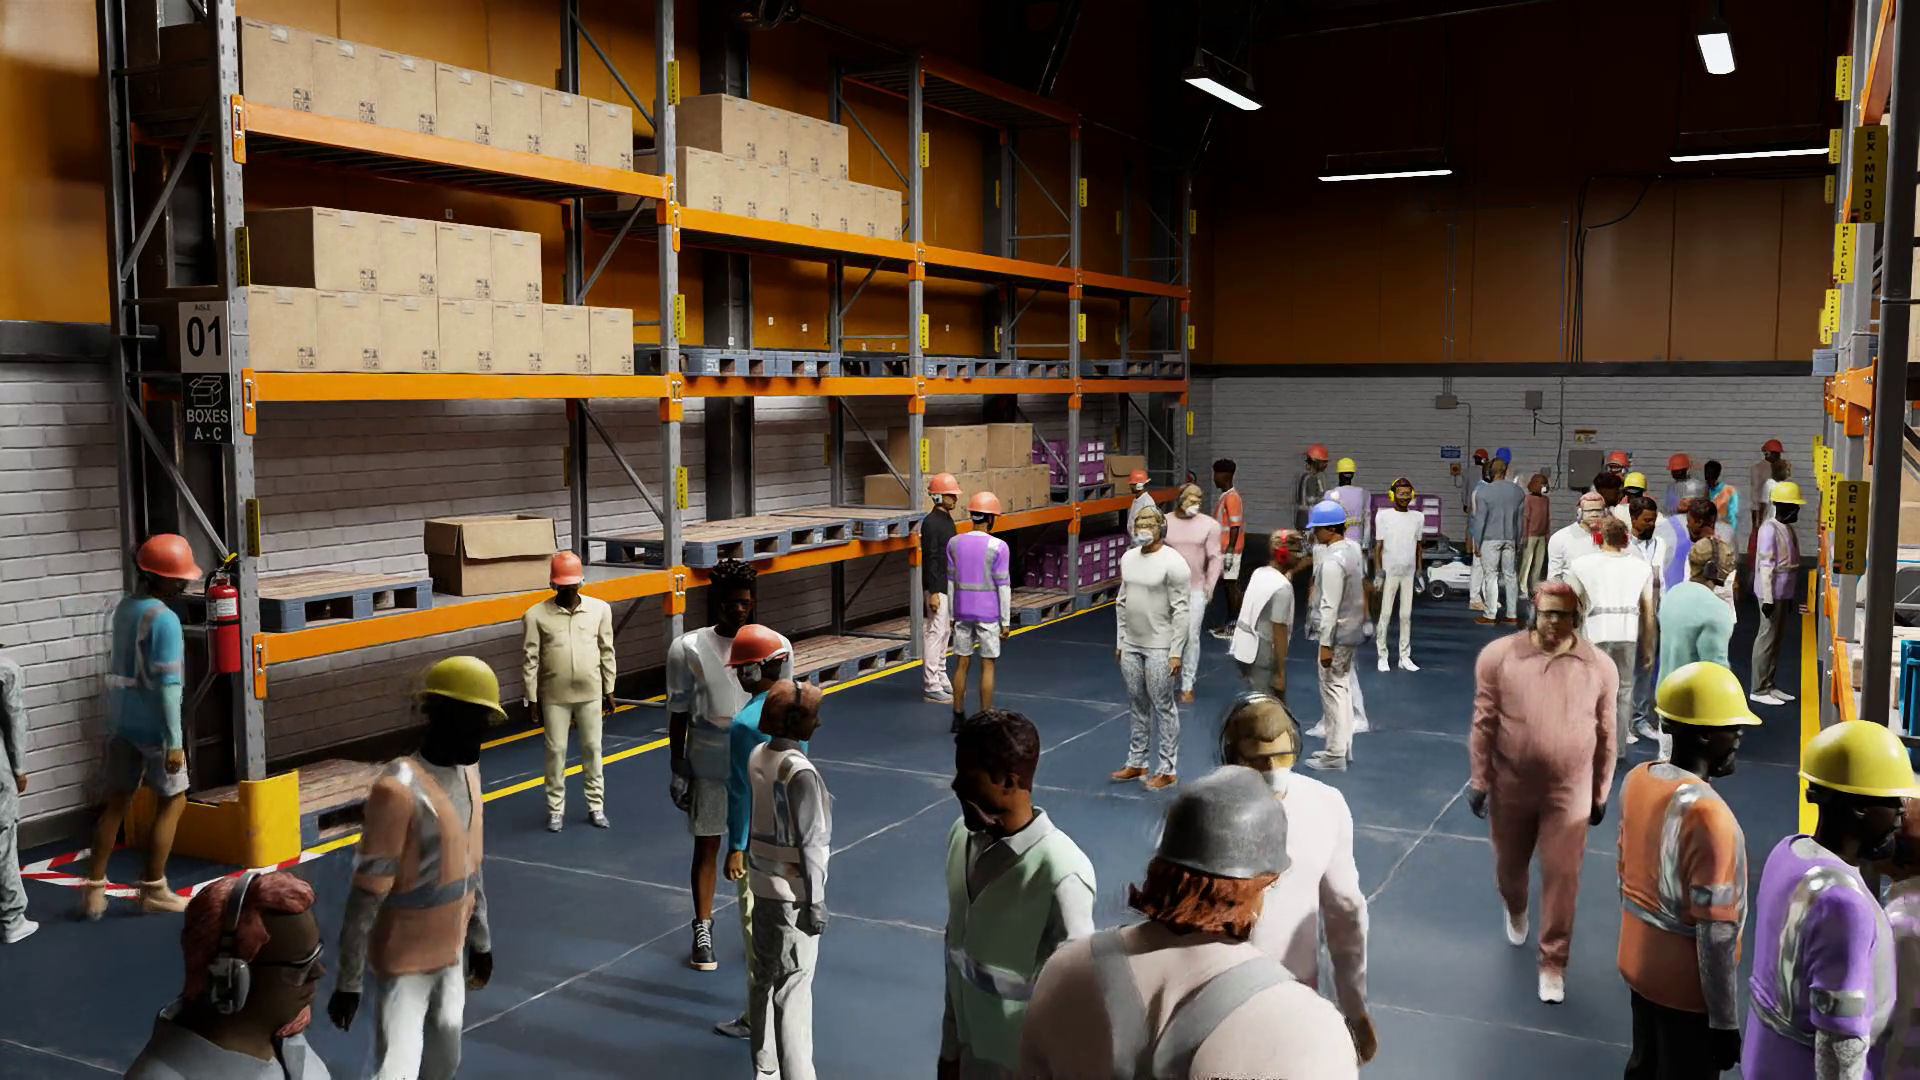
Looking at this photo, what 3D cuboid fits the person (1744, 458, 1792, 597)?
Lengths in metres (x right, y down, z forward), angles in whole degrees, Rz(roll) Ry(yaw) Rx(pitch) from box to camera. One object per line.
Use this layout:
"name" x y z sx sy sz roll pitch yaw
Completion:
"person" 10.492 -0.154 21.558 0.549 1.815 0.411 -5 7 -41

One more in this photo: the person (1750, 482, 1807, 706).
"person" 7.073 0.458 14.357 0.384 1.924 0.593 5 7 42

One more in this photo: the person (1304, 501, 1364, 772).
"person" 2.669 0.684 11.884 0.424 1.933 0.617 2 6 24

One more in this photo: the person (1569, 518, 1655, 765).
"person" 4.649 0.756 11.896 0.587 1.806 0.657 1 5 6

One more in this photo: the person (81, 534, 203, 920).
"person" -4.240 0.964 8.553 0.686 2.001 0.604 4 7 38

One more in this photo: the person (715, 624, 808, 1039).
"person" -0.845 1.226 7.096 0.353 1.739 0.573 2 6 21

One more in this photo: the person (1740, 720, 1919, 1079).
"person" 2.209 1.405 4.236 0.392 1.918 0.591 2 6 16

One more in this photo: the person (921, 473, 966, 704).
"person" -0.154 0.413 14.472 0.381 1.994 0.622 1 5 15

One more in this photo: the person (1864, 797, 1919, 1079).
"person" 2.615 1.507 4.689 0.556 1.616 0.574 4 7 38

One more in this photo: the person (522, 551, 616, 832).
"person" -2.405 0.931 10.275 0.573 1.738 0.351 -2 6 -24

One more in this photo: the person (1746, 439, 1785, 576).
"person" 11.588 -0.453 23.861 0.616 1.986 0.408 -3 6 -26

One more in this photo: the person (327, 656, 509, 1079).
"person" -1.736 1.319 5.348 0.497 1.877 0.676 1 5 11

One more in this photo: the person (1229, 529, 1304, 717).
"person" 2.007 0.829 11.029 0.519 1.808 0.587 0 5 -5

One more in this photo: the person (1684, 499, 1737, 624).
"person" 5.571 0.649 12.418 0.399 1.906 0.603 5 7 42

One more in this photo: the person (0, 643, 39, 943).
"person" -4.844 1.125 8.175 0.487 1.740 0.313 -1 5 -14

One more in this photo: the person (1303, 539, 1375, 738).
"person" 2.910 0.632 12.993 0.788 1.823 0.541 -3 6 -26

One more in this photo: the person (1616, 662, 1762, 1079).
"person" 2.195 1.323 5.038 0.370 1.929 0.585 0 5 -2

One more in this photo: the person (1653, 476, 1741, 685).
"person" 5.970 0.476 13.556 0.718 2.000 0.545 4 7 36

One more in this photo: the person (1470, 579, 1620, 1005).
"person" 2.691 1.101 7.690 0.643 1.884 0.808 2 6 19

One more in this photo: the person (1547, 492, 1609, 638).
"person" 5.004 0.573 13.230 0.642 1.909 0.399 0 5 5

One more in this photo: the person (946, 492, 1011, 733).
"person" 0.162 0.581 13.075 0.549 1.924 0.387 3 6 28

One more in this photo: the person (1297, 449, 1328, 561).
"person" 5.367 -0.503 25.202 0.586 1.833 0.403 -5 7 -40

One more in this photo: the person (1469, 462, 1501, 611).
"person" 6.465 -0.052 20.380 0.431 1.835 0.623 4 6 35

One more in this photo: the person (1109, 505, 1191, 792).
"person" 1.289 0.731 11.343 0.359 1.939 0.635 -4 7 -37

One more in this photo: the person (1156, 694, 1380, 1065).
"person" 0.862 1.362 4.925 0.620 1.881 1.042 -3 6 -31

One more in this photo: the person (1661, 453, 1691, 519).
"person" 8.876 -0.119 20.649 0.658 1.907 0.582 -1 5 -13

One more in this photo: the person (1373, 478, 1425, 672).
"person" 4.224 0.335 15.984 0.508 1.872 0.328 -1 5 -9

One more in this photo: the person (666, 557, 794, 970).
"person" -1.072 1.051 7.845 0.611 1.958 0.368 -1 5 -14

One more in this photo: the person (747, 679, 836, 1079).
"person" -0.653 1.344 6.353 0.310 1.639 0.514 -3 6 -30

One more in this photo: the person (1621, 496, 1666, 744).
"person" 5.206 0.609 12.849 0.600 1.909 0.398 -3 6 -29

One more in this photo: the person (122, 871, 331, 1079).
"person" -1.265 1.531 2.985 0.400 1.900 0.642 0 5 -2

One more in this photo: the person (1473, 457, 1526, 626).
"person" 6.163 0.023 19.042 0.626 1.932 0.371 -1 6 -15

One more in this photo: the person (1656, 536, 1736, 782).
"person" 4.086 0.937 9.253 0.384 1.927 0.643 0 5 -3

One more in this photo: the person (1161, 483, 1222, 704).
"person" 1.930 0.466 14.373 0.660 1.906 0.537 0 5 4

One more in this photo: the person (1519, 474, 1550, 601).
"person" 7.355 -0.033 21.253 0.505 1.626 0.279 -3 6 -33

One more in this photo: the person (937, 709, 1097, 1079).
"person" 0.147 1.388 4.424 0.398 1.915 0.588 -3 6 -31

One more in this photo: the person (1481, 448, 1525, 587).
"person" 7.332 -0.305 22.639 0.651 1.900 0.821 4 7 40

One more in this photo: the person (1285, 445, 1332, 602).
"person" 4.350 -0.196 20.917 0.660 2.015 0.645 0 5 4

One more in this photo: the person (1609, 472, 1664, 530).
"person" 6.517 0.298 16.181 0.591 1.911 0.398 2 6 24

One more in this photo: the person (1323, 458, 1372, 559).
"person" 4.404 0.024 19.028 0.594 1.924 0.382 -1 5 -14

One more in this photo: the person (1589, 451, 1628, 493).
"person" 7.680 -0.048 19.514 0.410 1.986 0.619 -5 7 -44

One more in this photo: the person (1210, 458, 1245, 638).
"person" 2.908 0.090 18.111 0.366 1.962 0.614 0 5 4

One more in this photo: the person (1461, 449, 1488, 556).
"person" 8.311 -0.592 26.619 0.563 1.742 0.338 5 7 42

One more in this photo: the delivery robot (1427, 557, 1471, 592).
"delivery robot" 6.313 0.458 21.150 0.707 0.478 0.477 1 5 13

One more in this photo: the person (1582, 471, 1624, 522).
"person" 5.990 0.328 15.579 0.379 1.957 0.619 3 6 33

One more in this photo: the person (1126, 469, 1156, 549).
"person" 2.149 0.026 19.931 0.336 1.747 0.572 -1 5 -12
